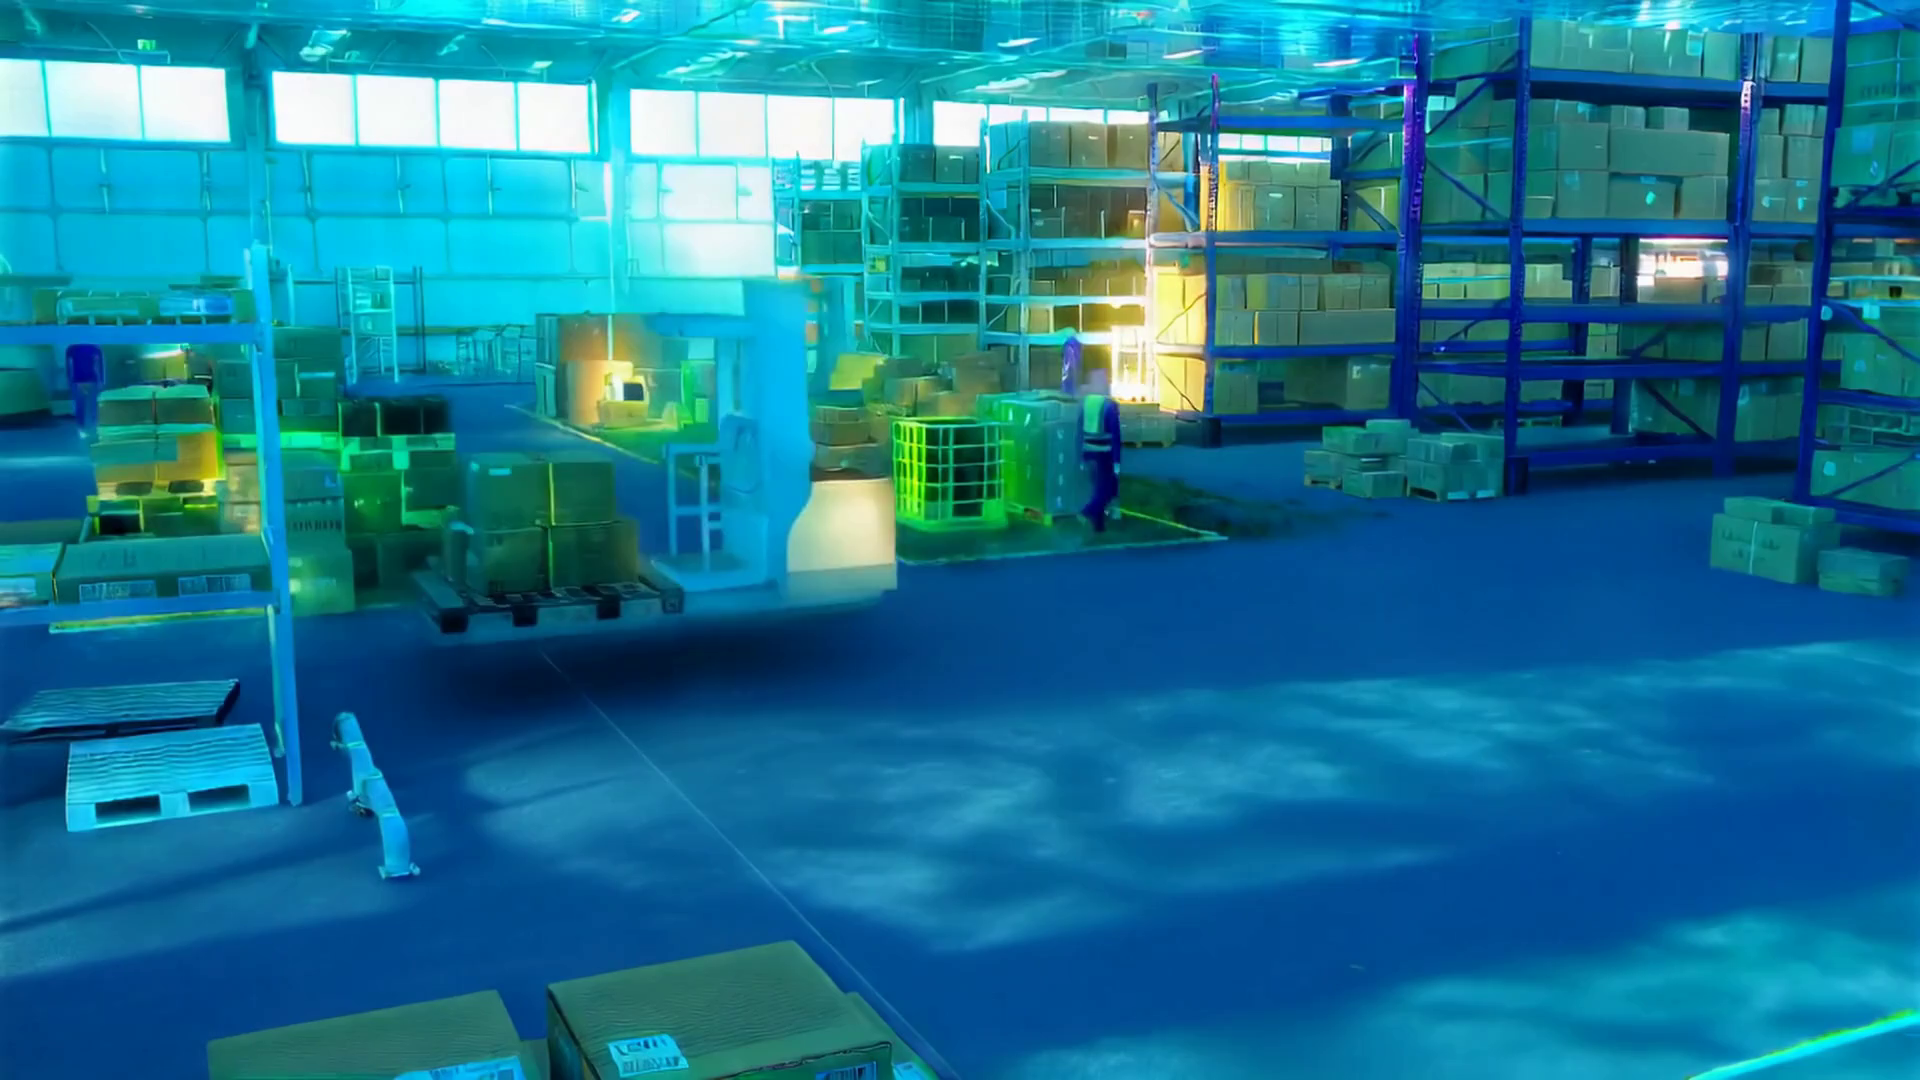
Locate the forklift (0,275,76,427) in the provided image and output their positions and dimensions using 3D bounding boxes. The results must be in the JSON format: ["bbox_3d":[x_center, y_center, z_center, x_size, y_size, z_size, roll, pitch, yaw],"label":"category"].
[{"bbox_3d":[-17.742,-3.573,31.257,1.129,2.768,1.873,2,9,12],"label":"forklift"}]

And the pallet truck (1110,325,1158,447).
[{"bbox_3d":[2.881,-2.596,27.923,0.823,1.965,1.885,-1,9,-7],"label":"pallet truck"}]

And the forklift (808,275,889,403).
[{"bbox_3d":[-2.594,-4.463,36.779,1.873,2.768,1.129,3,10,20],"label":"forklift"}]

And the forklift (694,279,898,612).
[{"bbox_3d":[-1.591,-0.898,14.661,1.873,2.768,1.129,-4,10,-25],"label":"forklift"}]

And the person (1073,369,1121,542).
[{"bbox_3d":[1.447,-0.885,17.700,0.569,1.869,0.605,-7,11,-37],"label":"person"}]

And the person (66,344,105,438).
[{"bbox_3d":[-15.294,-2.734,29.135,0.645,1.896,1.016,-2,9,-13],"label":"person"}]

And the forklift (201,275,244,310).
[{"bbox_3d":[-16.413,-4.535,37.226,1.129,2.768,1.873,4,10,24],"label":"forklift"}]

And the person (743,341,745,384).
[{"bbox_3d":[-3.904,-2.917,31.051,0.311,1.632,0.519,-1,9,-9],"label":"person"}]

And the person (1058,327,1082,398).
[{"bbox_3d":[2.112,-3.197,32.134,0.430,1.845,0.619,4,10,25],"label":"person"}]
